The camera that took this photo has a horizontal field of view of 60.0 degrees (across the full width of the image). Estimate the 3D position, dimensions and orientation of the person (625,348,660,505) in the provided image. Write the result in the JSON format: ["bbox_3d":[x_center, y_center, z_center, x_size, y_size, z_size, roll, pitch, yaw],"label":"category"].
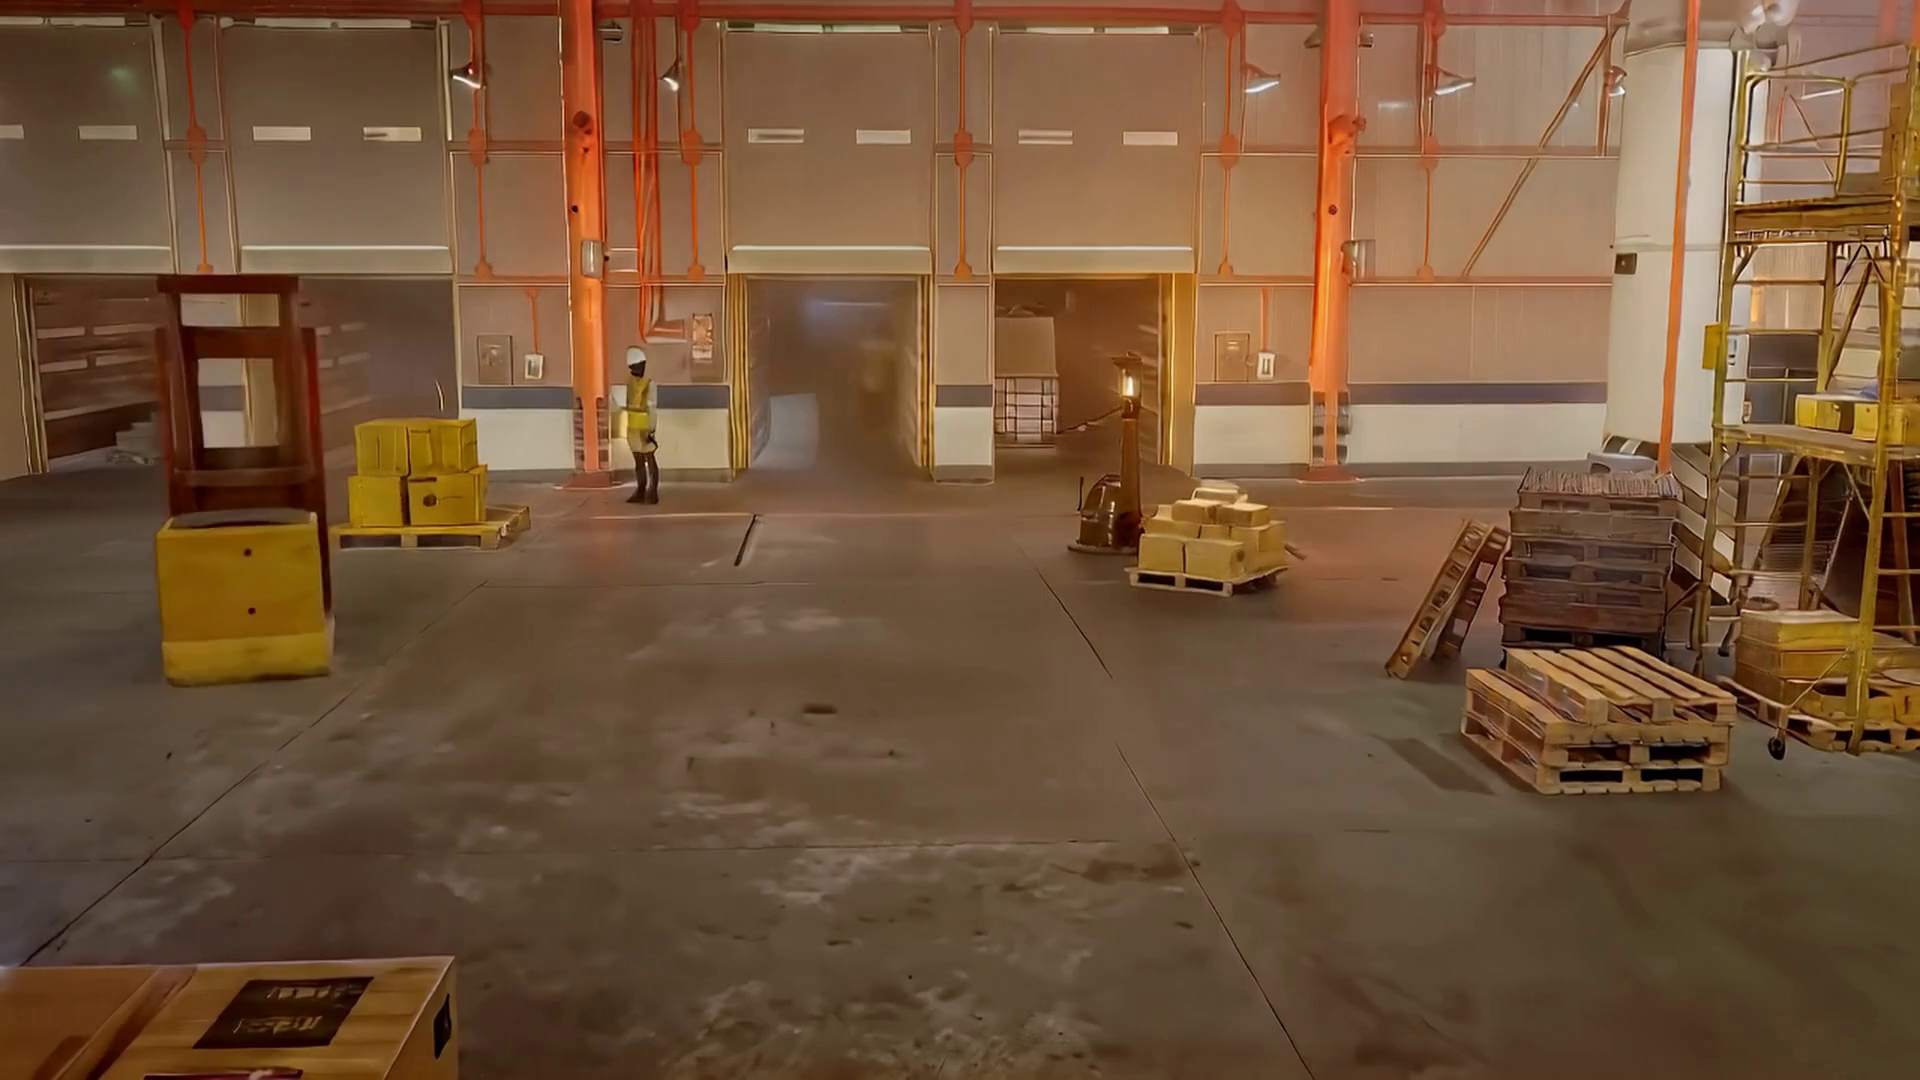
[{"bbox_3d":[-3.941,-1.397,20.511,0.544,1.929,0.399,7,12,39],"label":"person"}]

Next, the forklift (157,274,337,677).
[{"bbox_3d":[-5.254,-0.547,12.185,1.129,2.768,1.873,-3,10,-19],"label":"forklift"}]

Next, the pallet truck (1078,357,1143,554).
[{"bbox_3d":[2.088,-0.836,16.757,1.885,1.965,0.823,2,9,13],"label":"pallet truck"}]
